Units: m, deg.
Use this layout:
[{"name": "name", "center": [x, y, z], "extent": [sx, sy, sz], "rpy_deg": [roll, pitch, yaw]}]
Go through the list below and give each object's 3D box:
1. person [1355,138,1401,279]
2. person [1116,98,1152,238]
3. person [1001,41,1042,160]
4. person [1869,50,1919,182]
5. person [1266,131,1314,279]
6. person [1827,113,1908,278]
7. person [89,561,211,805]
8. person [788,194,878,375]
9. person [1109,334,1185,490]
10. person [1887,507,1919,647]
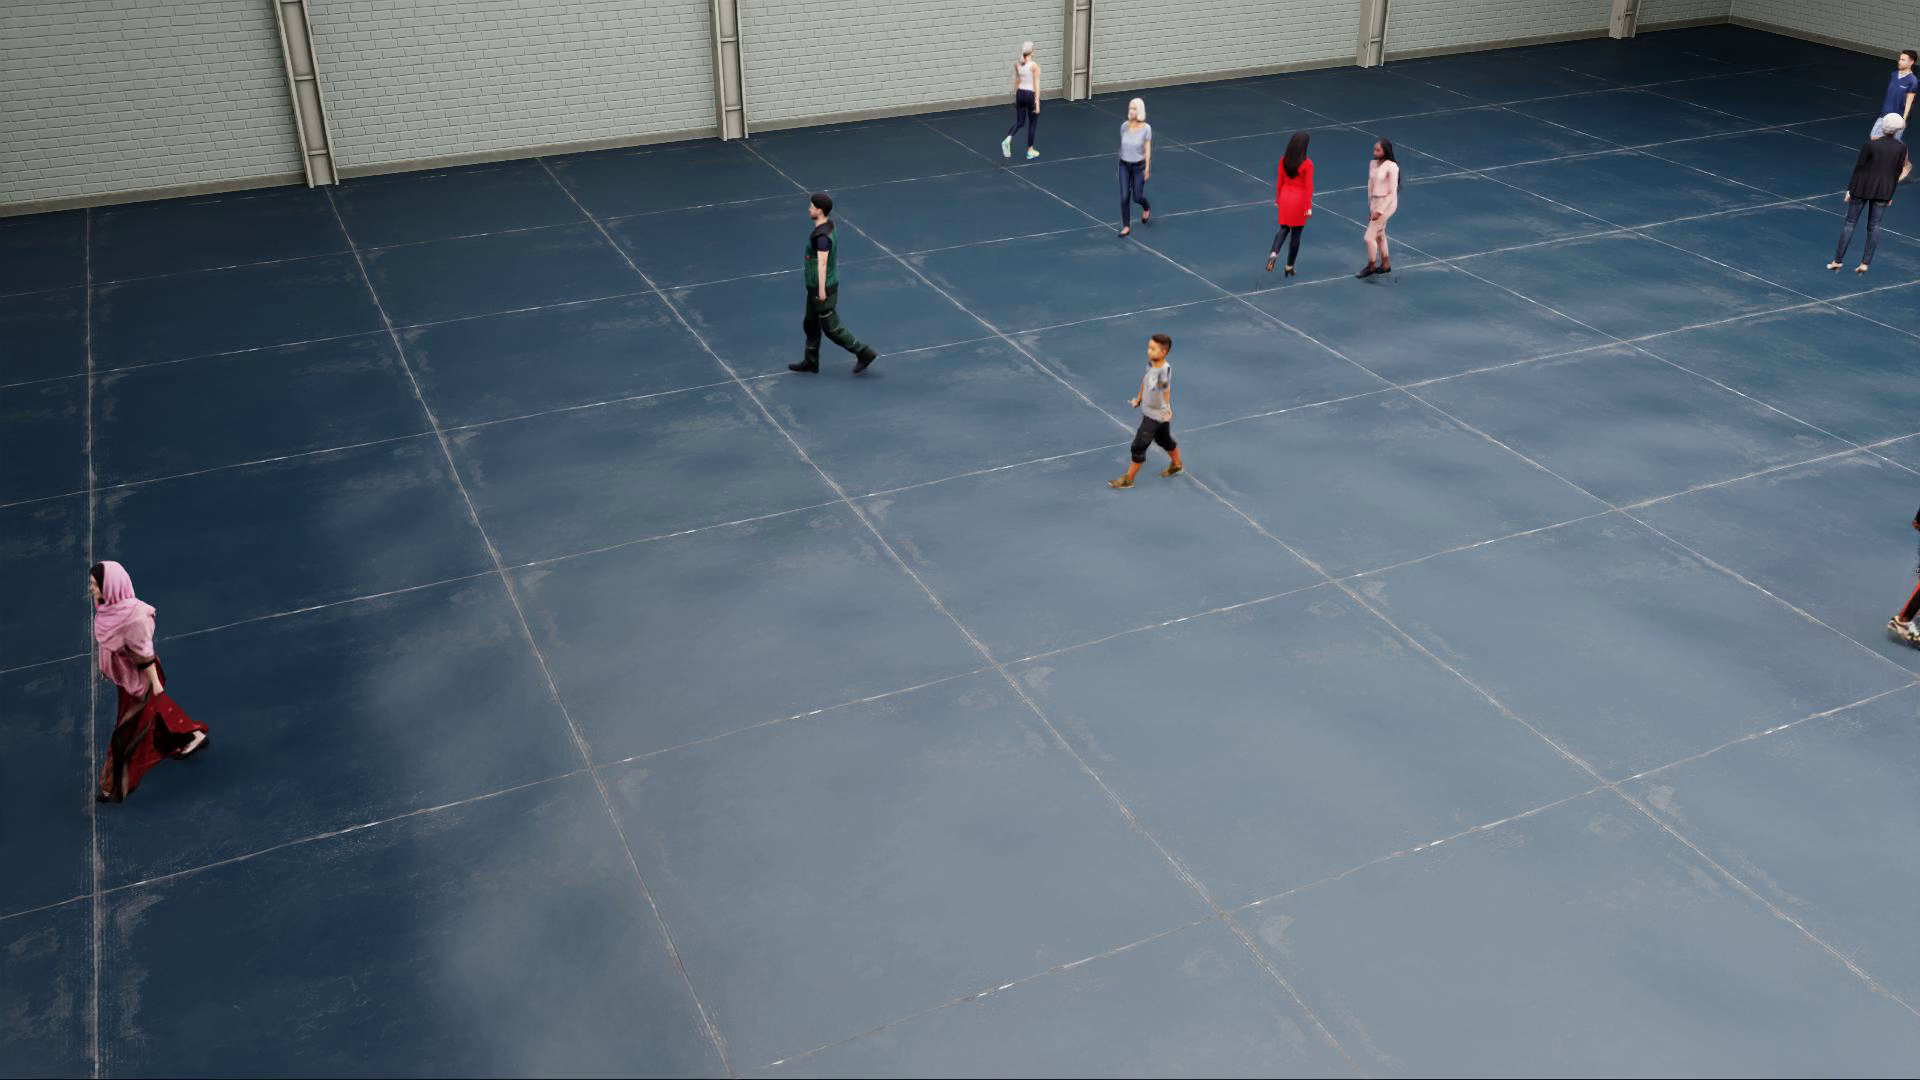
[{"name": "person", "center": [4.941, -3.807, 19.271], "extent": [0.787, 1.679, 0.658], "rpy_deg": [-7, 29, -13]}, {"name": "person", "center": [2.204, -4.683, 20.883], "extent": [0.831, 1.709, 0.954], "rpy_deg": [17, 32, 29]}, {"name": "person", "center": [0.901, -6.284, 23.915], "extent": [0.852, 1.684, 1.068], "rpy_deg": [22, 35, 35]}, {"name": "person", "center": [12.881, -5.788, 22.836], "extent": [1.132, 1.823, 0.741], "rpy_deg": [-8, 29, -14]}, {"name": "person", "center": [3.824, -3.853, 19.293], "extent": [0.801, 1.739, 0.915], "rpy_deg": [21, 35, 34]}, {"name": "person", "center": [9.741, -3.728, 17.858], "extent": [0.812, 1.779, 0.793], "rpy_deg": [7, 29, 13]}, {"name": "person", "center": [-5.211, 0.835, 10.643], "extent": [0.883, 1.596, 1.136], "rpy_deg": [24, 36, 37]}, {"name": "person", "center": [-1.282, -2.529, 16.663], "extent": [1.262, 1.875, 1.013], "rpy_deg": [0, 28, 0]}, {"name": "person", "center": [1.775, -1.193, 14.637], "extent": [1.025, 1.420, 0.629], "rpy_deg": [-9, 29, -17]}, {"name": "person", "center": [7.272, -0.130, 12.267], "extent": [0.960, 1.772, 0.797], "rpy_deg": [-7, 29, -12]}]
